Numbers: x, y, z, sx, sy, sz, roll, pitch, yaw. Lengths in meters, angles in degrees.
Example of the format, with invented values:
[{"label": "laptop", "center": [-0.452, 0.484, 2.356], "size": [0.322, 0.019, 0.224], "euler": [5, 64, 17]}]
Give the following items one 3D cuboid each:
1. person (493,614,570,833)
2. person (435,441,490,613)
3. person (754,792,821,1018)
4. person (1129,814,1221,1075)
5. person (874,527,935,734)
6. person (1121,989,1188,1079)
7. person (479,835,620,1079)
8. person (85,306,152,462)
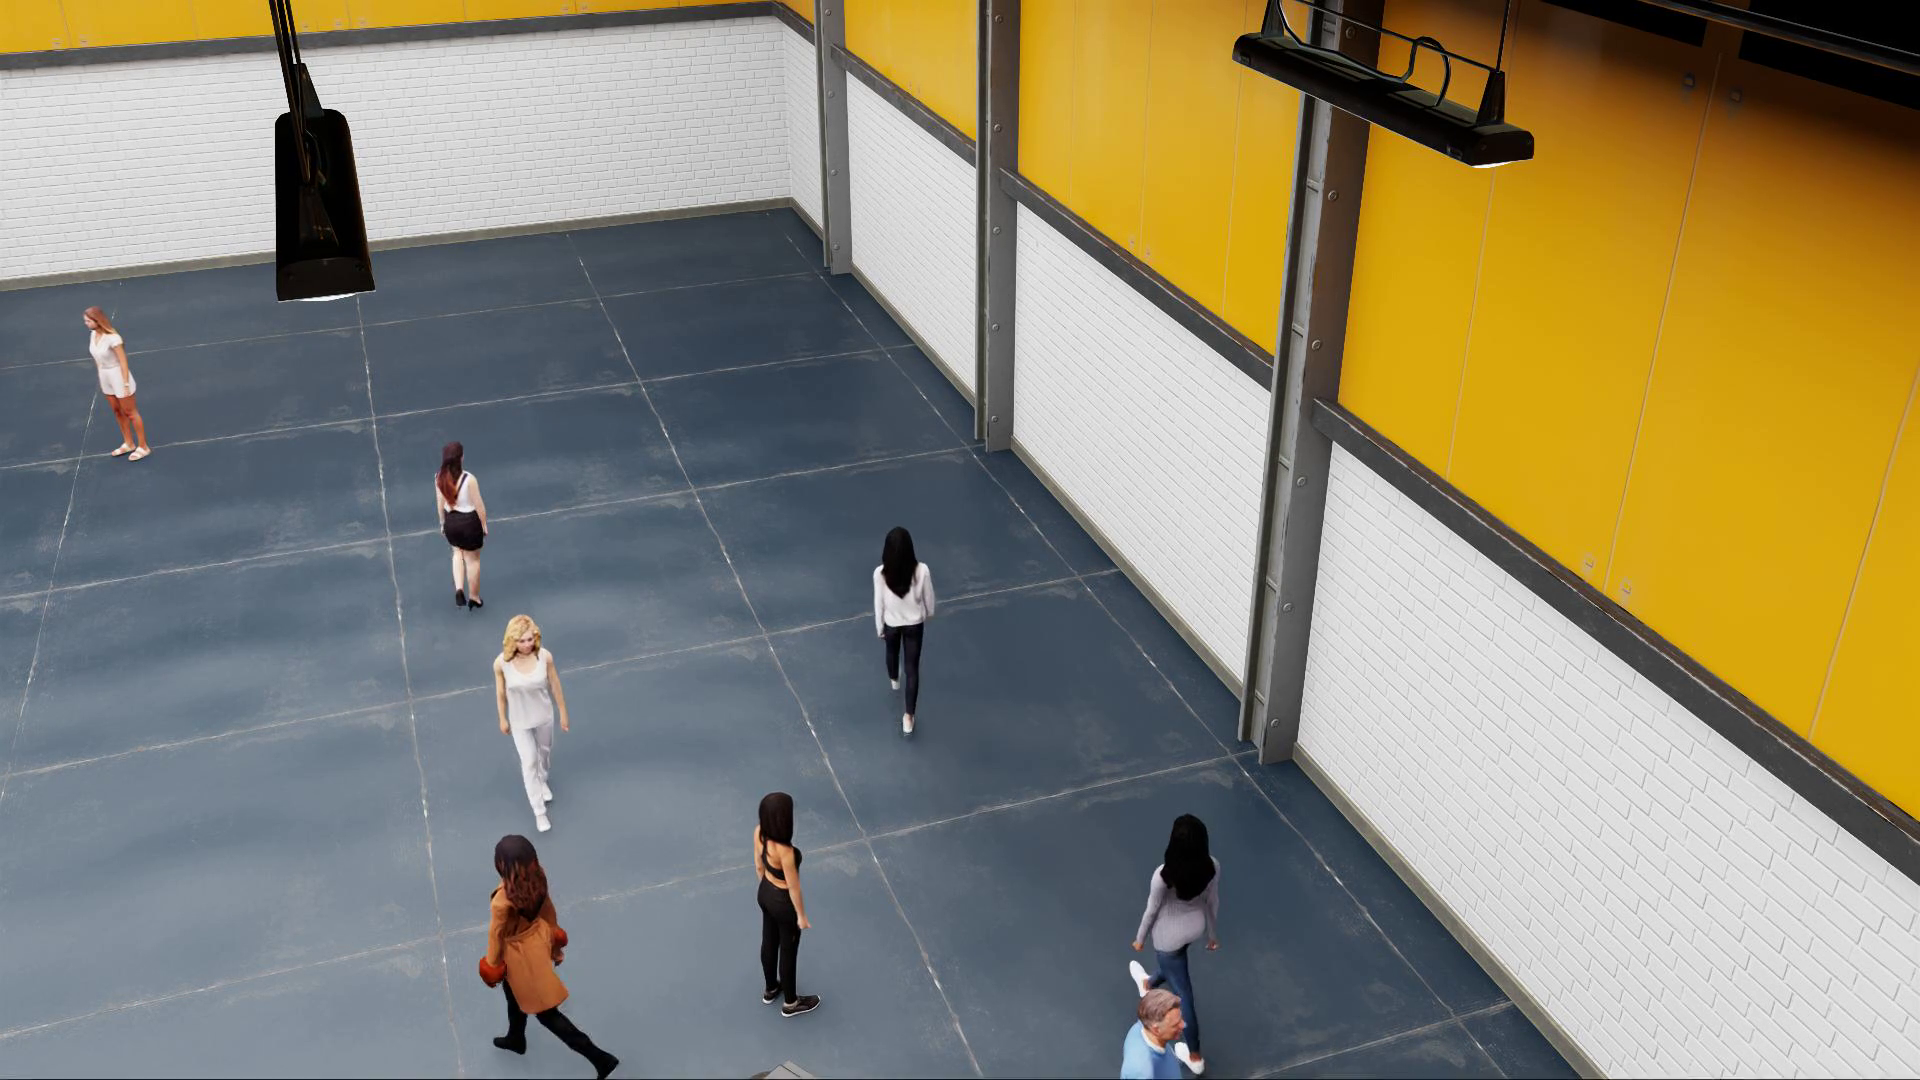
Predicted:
[{"label": "person", "center": [-3.132, 1.241, 12.153], "size": [0.664, 1.649, 0.924], "euler": [-12, 31, -21]}, {"label": "person", "center": [-4.387, -0.067, 14.561], "size": [0.711, 1.638, 0.781], "euler": [3, 29, 6]}, {"label": "person", "center": [-1.123, 2.246, 10.315], "size": [0.690, 1.643, 0.554], "euler": [-24, 37, -37]}, {"label": "person", "center": [1.353, 2.440, 9.918], "size": [0.725, 1.684, 1.162], "euler": [-14, 32, -24]}, {"label": "person", "center": [-0.436, 0.724, 13.097], "size": [0.889, 1.652, 1.215], "euler": [0, 29, -1]}, {"label": "person", "center": [0.961, 3.044, 8.676], "size": [0.802, 1.813, 0.665], "euler": [3, 29, 6]}, {"label": "person", "center": [-2.460, 2.507, 9.794], "size": [1.198, 1.685, 1.195], "euler": [9, 30, 17]}, {"label": "person", "center": [-8.838, -1.669, 17.438], "size": [0.668, 1.696, 0.736], "euler": [15, 32, 26]}]
